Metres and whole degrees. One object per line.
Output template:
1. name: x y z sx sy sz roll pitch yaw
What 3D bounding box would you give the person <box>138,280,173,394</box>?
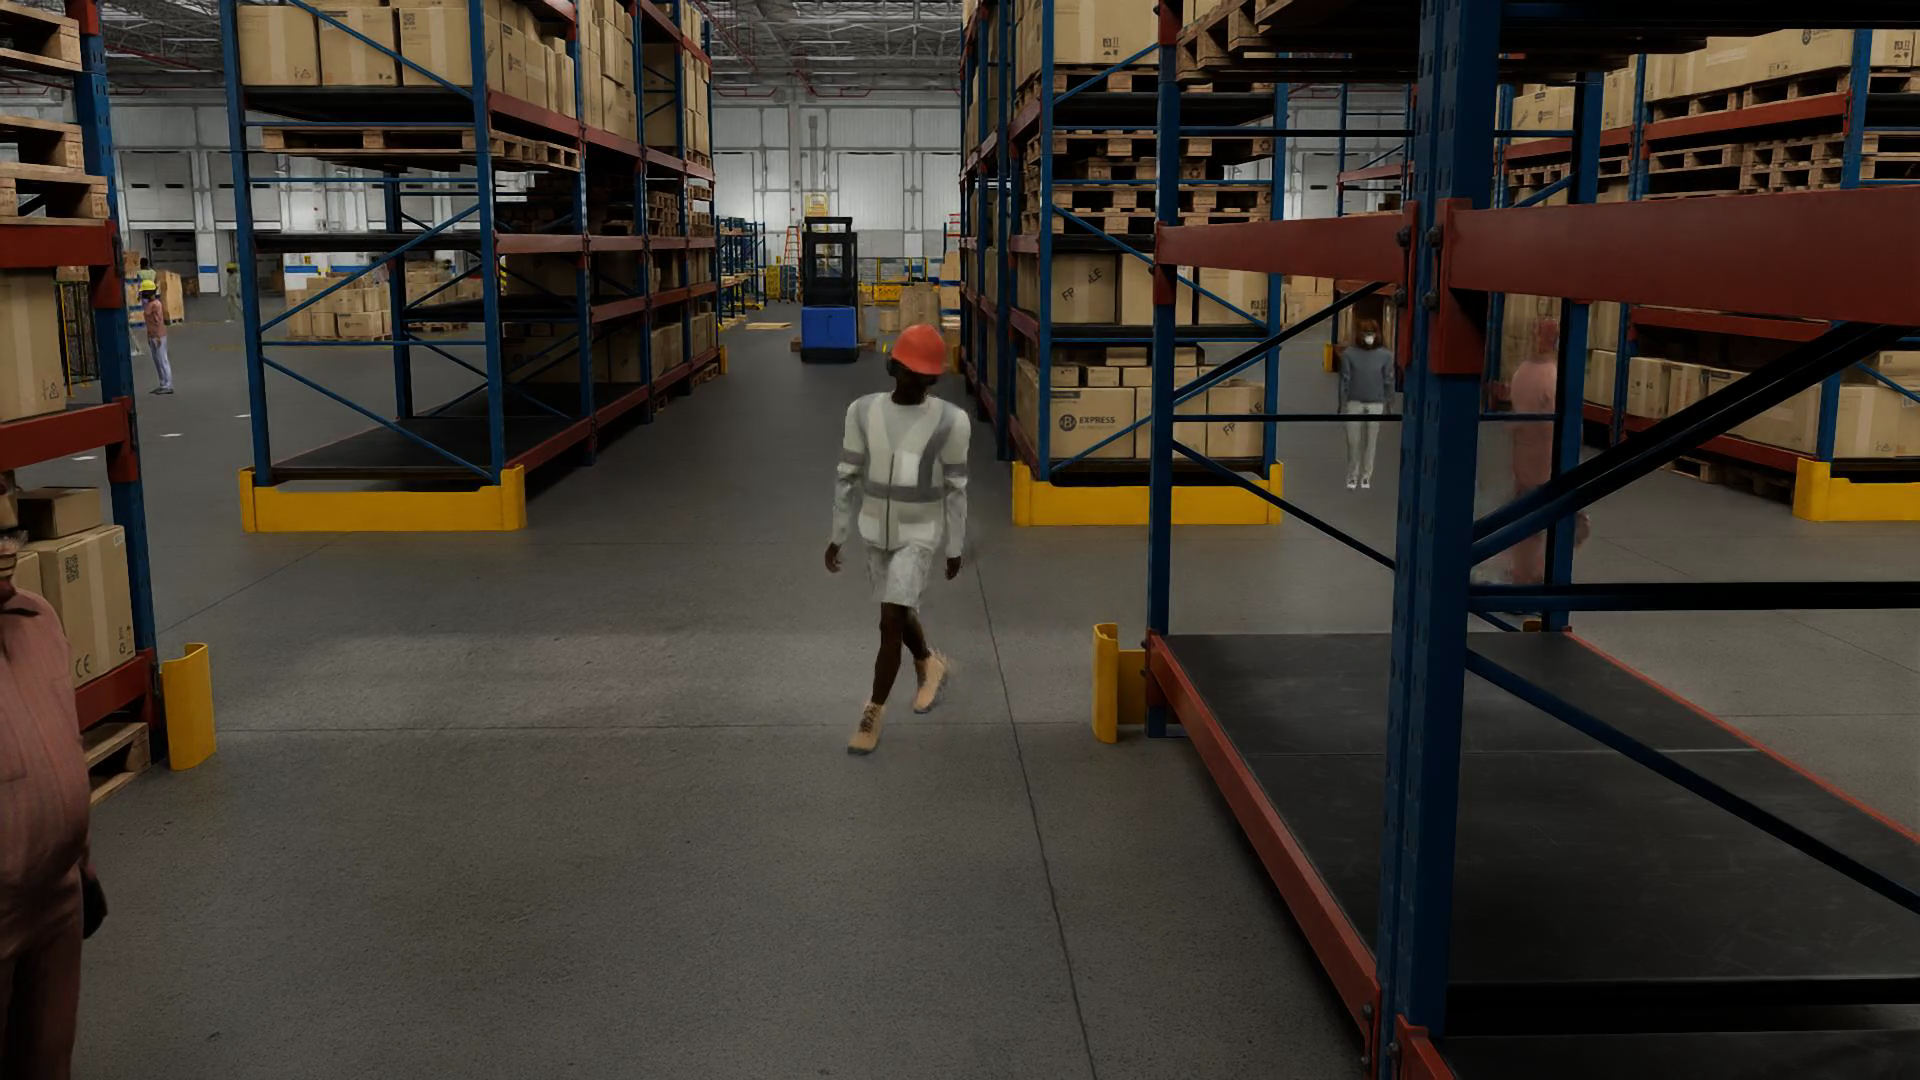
1. person: -12.430 -3.122 25.652 0.349 1.758 0.524 -9 14 -42

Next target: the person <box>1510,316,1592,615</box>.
1. person: 3.665 -0.444 10.350 0.445 1.890 0.650 -2 10 -11

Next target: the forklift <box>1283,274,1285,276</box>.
1. forklift: 12.433 -10.159 61.717 1.129 2.768 1.873 -5 11 -27

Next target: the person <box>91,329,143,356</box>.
1. person: -17.340 -4.677 34.138 0.968 1.818 0.545 -4 11 -22

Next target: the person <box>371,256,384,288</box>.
1. person: -21.621 -9.640 61.757 0.433 1.824 0.648 -7 12 -34

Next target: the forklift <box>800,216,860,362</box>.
1. forklift: -2.554 -4.922 32.542 1.129 2.768 1.873 0 10 -2

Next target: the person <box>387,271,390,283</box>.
1. person: -18.766 -8.402 55.253 0.321 1.692 0.534 8 13 39

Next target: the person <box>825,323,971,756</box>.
1. person: -0.252 -0.050 7.911 0.647 1.985 1.029 4 11 21

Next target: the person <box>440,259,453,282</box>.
1. person: -14.656 -7.120 47.649 0.423 1.848 0.540 3 11 18

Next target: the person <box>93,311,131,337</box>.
1. person: -14.310 -3.549 28.059 0.566 1.749 0.541 5 11 27

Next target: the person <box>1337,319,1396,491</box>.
1. person: 3.818 -1.256 15.624 0.523 1.608 0.670 2 10 11

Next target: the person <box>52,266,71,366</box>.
1. person: -17.112 -4.246 31.356 0.600 1.958 0.373 2 10 13

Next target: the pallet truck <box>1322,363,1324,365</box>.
1. pallet truck: 7.712 -4.157 30.737 1.885 1.965 0.823 3 11 16

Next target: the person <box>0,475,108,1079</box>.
1. person: -2.060 0.777 3.549 0.400 1.900 0.636 1 10 6

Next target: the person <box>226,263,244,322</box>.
1. person: -21.273 -7.245 48.711 0.501 1.748 0.450 6 12 32

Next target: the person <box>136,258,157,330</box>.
1. person: -21.500 -6.498 44.004 0.392 1.919 0.590 4 11 20
